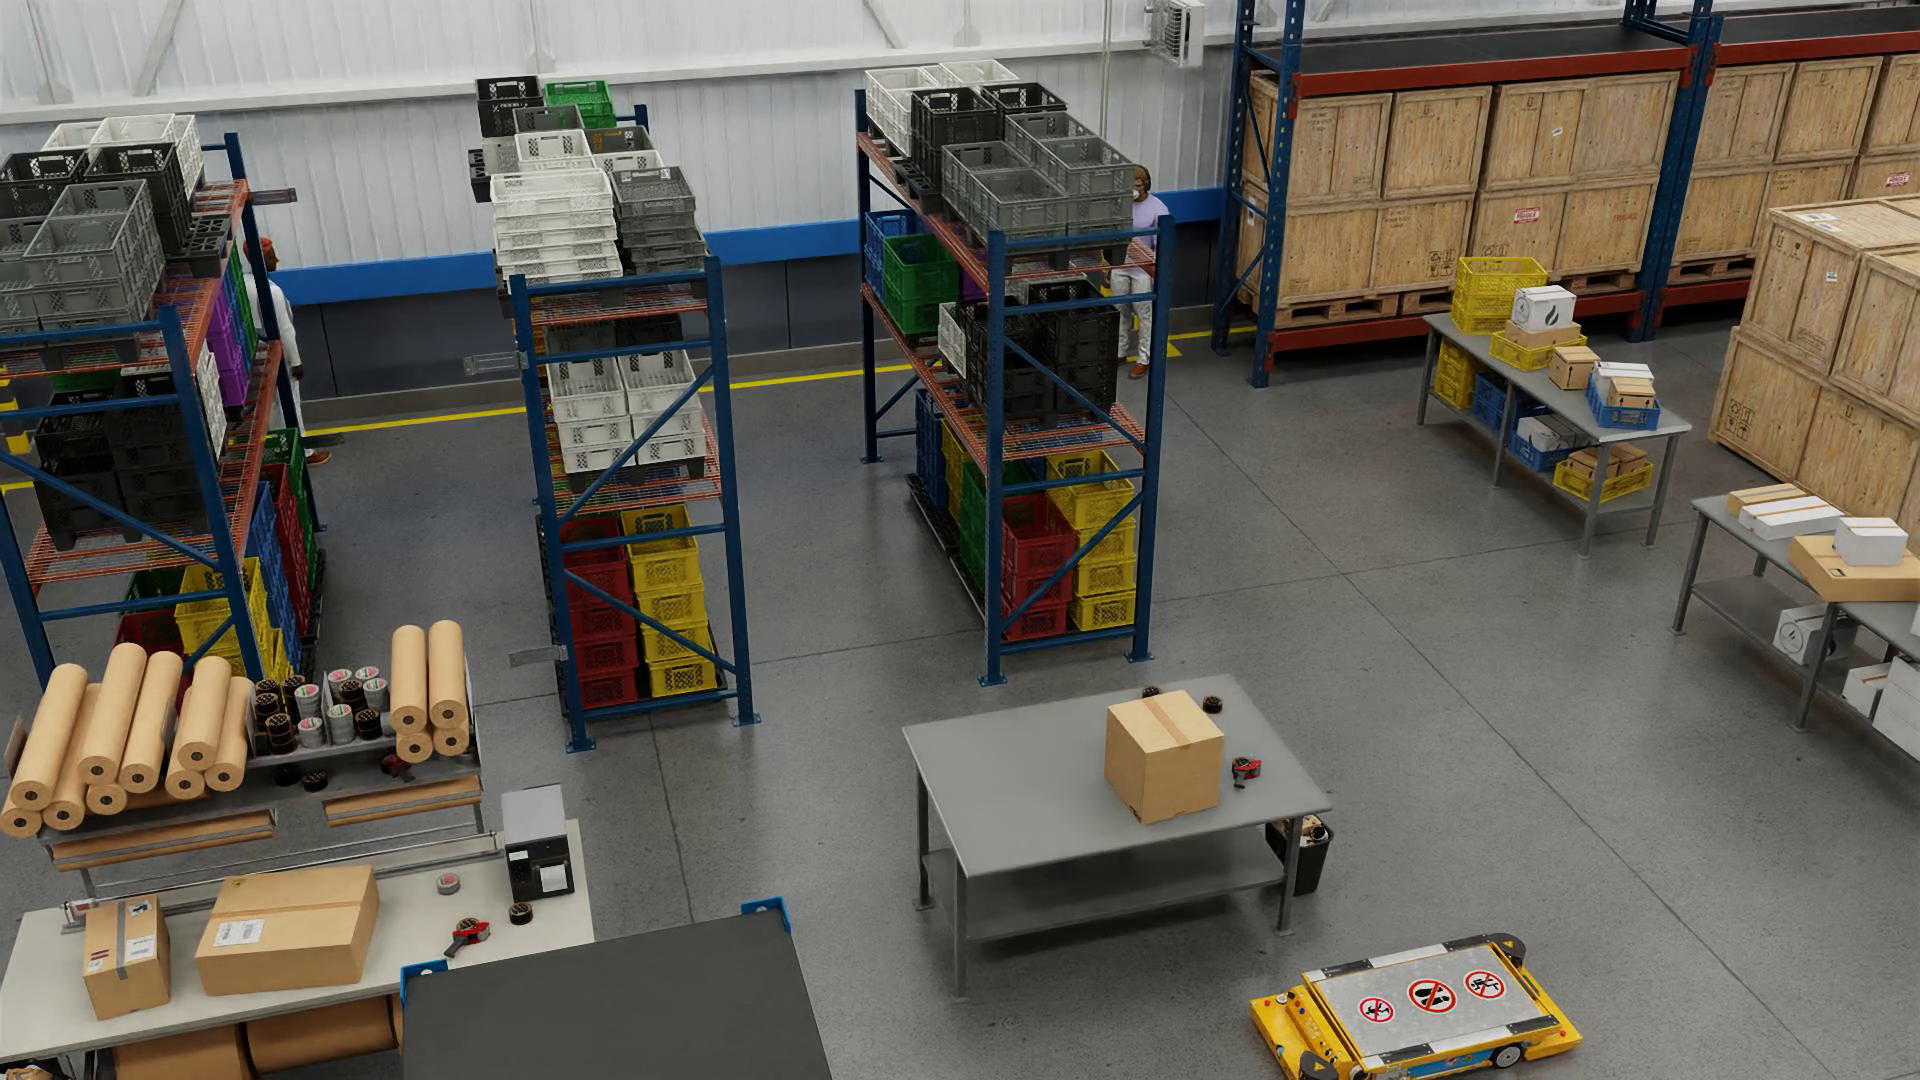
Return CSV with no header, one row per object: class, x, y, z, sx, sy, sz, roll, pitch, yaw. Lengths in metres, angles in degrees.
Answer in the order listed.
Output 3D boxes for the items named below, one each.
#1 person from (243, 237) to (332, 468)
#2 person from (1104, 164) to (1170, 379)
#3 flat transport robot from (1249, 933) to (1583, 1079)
person,-5.402,-1.472,13.149,0.574,1.884,0.361,21,35,33
person,1.555,-2.397,14.788,0.625,1.933,0.374,22,36,34
flat transport robot,2.184,2.282,7.980,1.431,0.197,0.652,-8,30,-14
